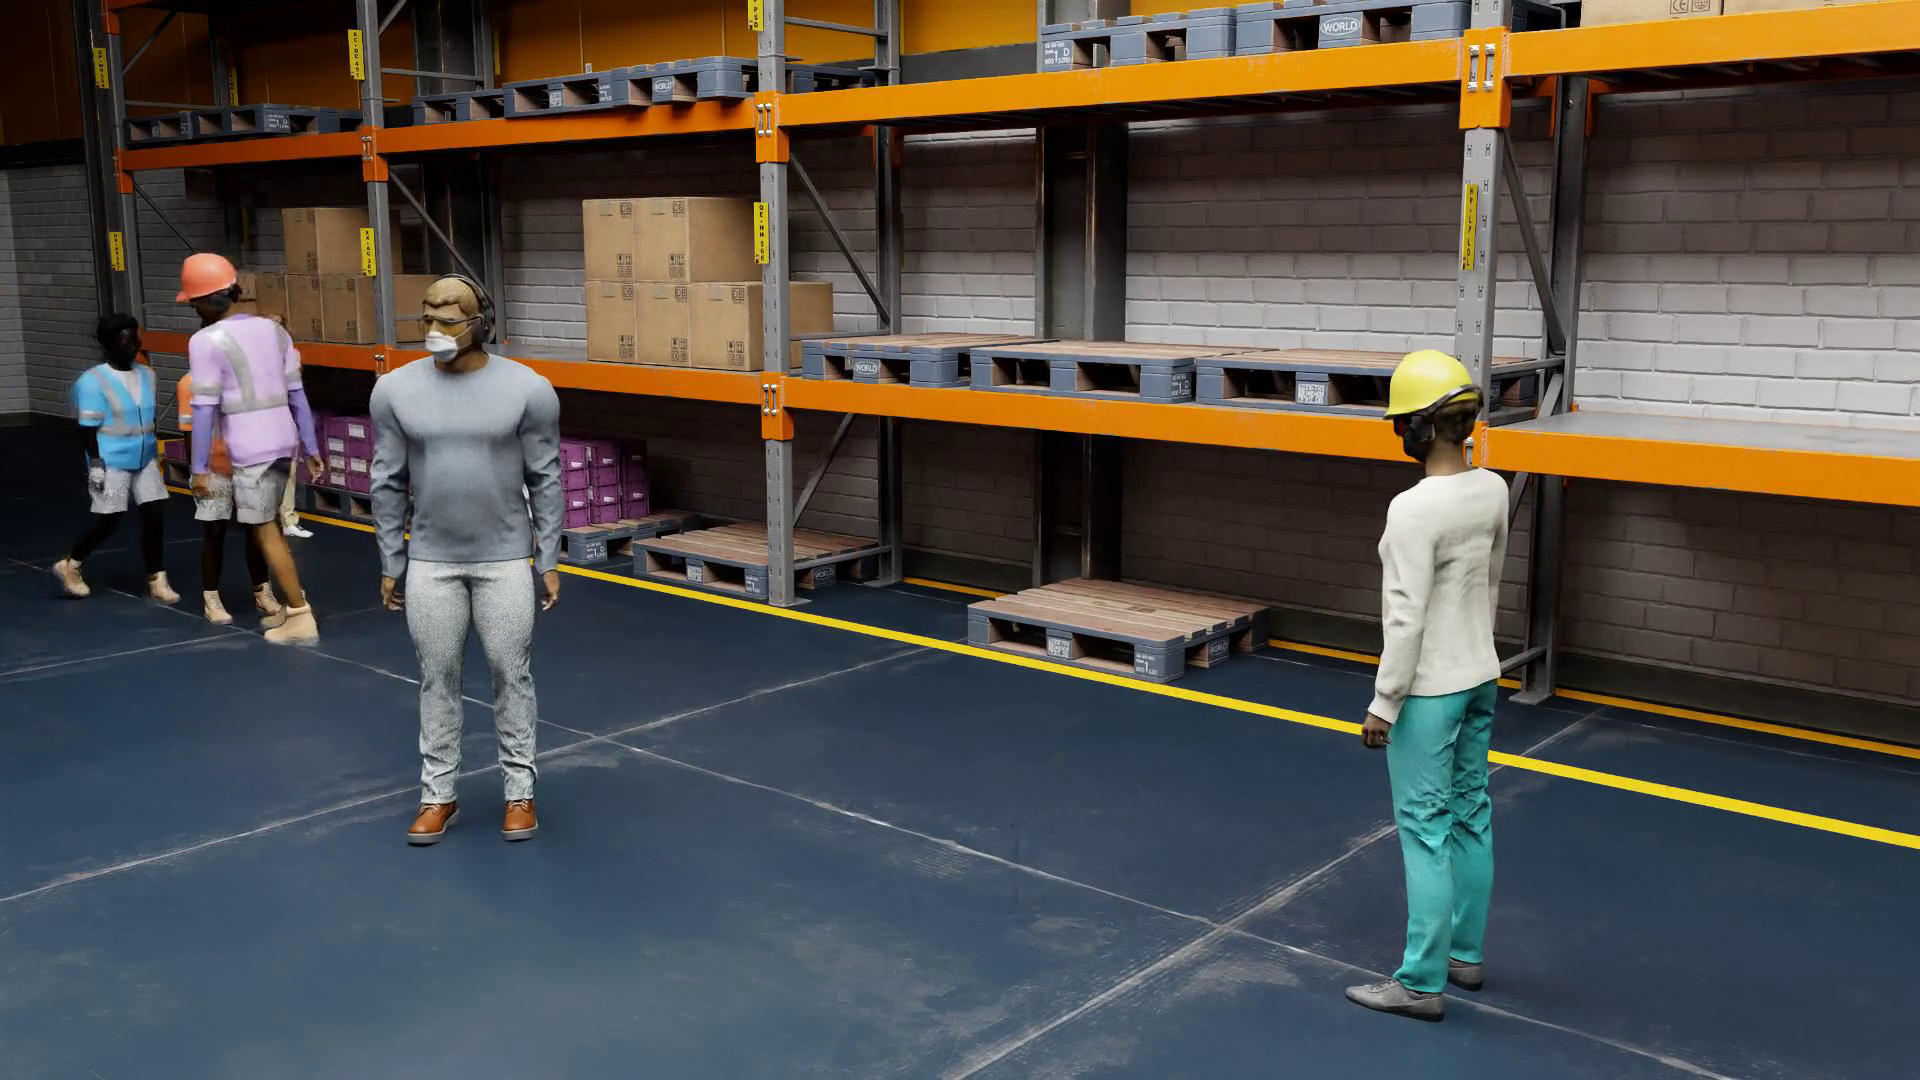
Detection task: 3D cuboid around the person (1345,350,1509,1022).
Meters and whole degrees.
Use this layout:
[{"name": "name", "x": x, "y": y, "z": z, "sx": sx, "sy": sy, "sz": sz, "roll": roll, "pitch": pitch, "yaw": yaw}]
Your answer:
[{"name": "person", "x": 1.237, "y": 0.385, "z": 4.395, "sx": 0.327, "sy": 1.760, "sz": 0.523, "roll": 10, "pitch": 14, "yaw": 44}]

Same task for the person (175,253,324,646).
[{"name": "person", "x": -3.561, "y": -0.439, "z": 8.397, "sx": 0.635, "sy": 1.994, "sz": 0.624, "roll": 3, "pitch": 10, "yaw": 14}]

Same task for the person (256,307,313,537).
[{"name": "person", "x": -4.736, "y": -0.791, "z": 11.474, "sx": 0.284, "sy": 1.627, "sz": 0.493, "roll": 6, "pitch": 12, "yaw": 31}]

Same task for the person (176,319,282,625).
[{"name": "person", "x": -3.935, "y": -0.384, "z": 8.985, "sx": 0.321, "sy": 1.688, "sz": 0.534, "roll": 7, "pitch": 12, "yaw": 36}]

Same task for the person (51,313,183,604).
[{"name": "person", "x": -4.805, "y": -0.455, "z": 9.427, "sx": 0.671, "sy": 1.671, "sz": 0.543, "roll": 4, "pitch": 11, "yaw": 22}]

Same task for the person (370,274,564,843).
[{"name": "person", "x": -1.662, "y": 0.074, "z": 5.655, "sx": 0.632, "sy": 1.936, "sz": 0.359, "roll": -1, "pitch": 10, "yaw": -5}]
